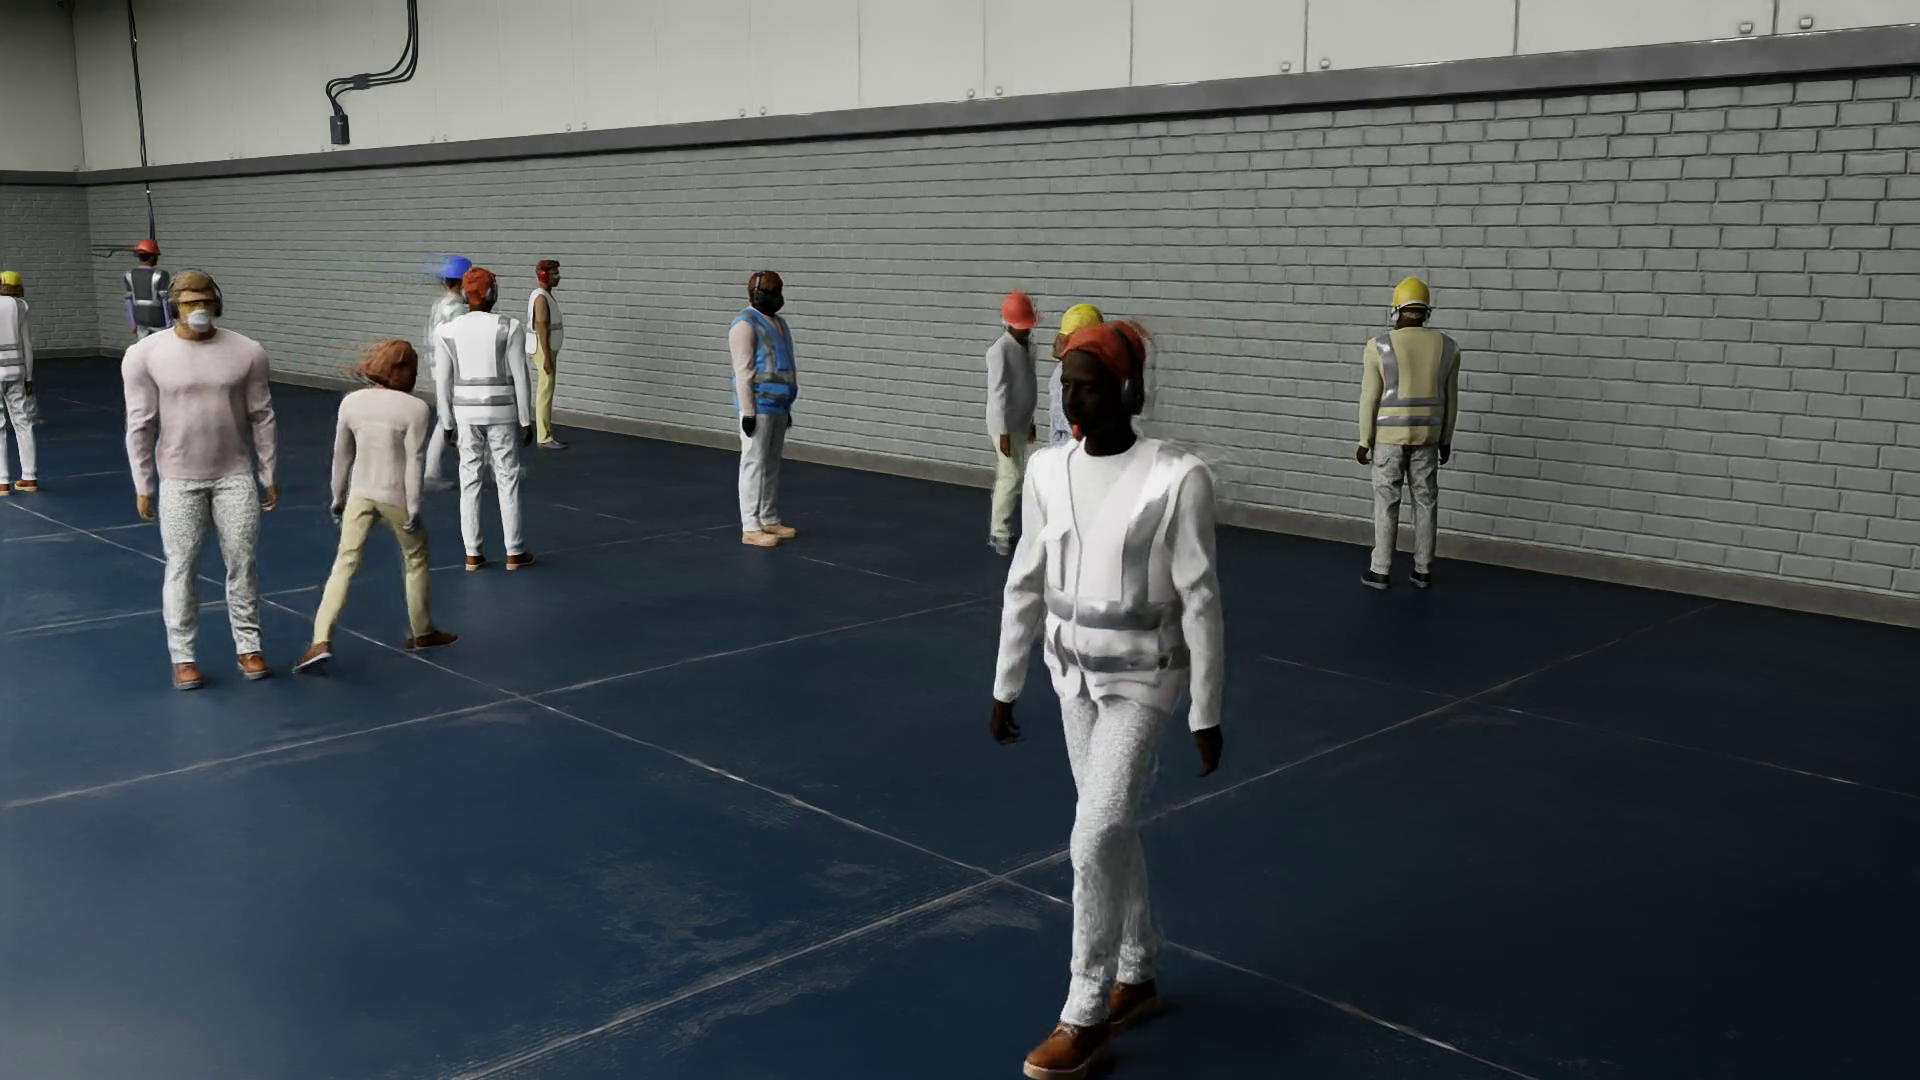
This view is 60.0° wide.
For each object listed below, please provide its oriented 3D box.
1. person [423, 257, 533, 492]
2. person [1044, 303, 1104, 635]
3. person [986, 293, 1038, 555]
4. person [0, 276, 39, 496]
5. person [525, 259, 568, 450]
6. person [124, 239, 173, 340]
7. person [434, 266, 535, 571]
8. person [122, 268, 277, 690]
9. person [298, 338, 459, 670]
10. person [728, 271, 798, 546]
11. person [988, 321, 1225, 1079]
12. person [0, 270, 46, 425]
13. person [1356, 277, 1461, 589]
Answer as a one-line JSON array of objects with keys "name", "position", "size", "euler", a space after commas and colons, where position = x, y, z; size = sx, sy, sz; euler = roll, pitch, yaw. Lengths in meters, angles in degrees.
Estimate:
[{"name": "person", "position": [-4.029, -1.355, 13.616], "size": [0.962, 1.894, 0.620], "euler": [-4, 11, -22]}, {"name": "person", "position": [0.601, -0.302, 8.304], "size": [0.296, 1.744, 0.487], "euler": [-3, 11, -18]}, {"name": "person", "position": [0.338, -0.756, 10.880], "size": [0.433, 1.704, 0.627], "euler": [5, 11, 25]}, {"name": "person", "position": [-7.714, -1.298, 13.343], "size": [0.355, 1.887, 0.574], "euler": [5, 12, 27]}, {"name": "person", "position": [-4.046, -1.805, 16.219], "size": [0.373, 1.843, 0.572], "euler": [-2, 11, -12]}, {"name": "person", "position": [-10.093, -2.740, 20.824], "size": [0.627, 2.026, 0.422], "euler": [1, 10, 6]}, {"name": "person", "position": [-2.938, -0.744, 10.324], "size": [0.573, 1.887, 0.354], "euler": [0, 10, -1]}, {"name": "person", "position": [-3.481, -0.280, 7.688], "size": [0.641, 1.930, 0.375], "euler": [-7, 13, -34]}, {"name": "person", "position": [-2.847, -0.177, 8.076], "size": [0.544, 1.586, 0.805], "euler": [2, 11, 13]}, {"name": "person", "position": [-1.310, -0.889, 11.262], "size": [0.429, 1.838, 0.639], "euler": [4, 11, 19]}, {"name": "person", "position": [0.293, 0.400, 4.139], "size": [0.744, 1.859, 0.615], "euler": [-9, 14, -42]}, {"name": "person", "position": [-10.266, -2.047, 17.920], "size": [0.484, 1.708, 0.828], "euler": [0, 10, 3]}, {"name": "person", "position": [2.619, -0.620, 9.791], "size": [0.598, 1.832, 0.404], "euler": [-1, 10, -8]}]
